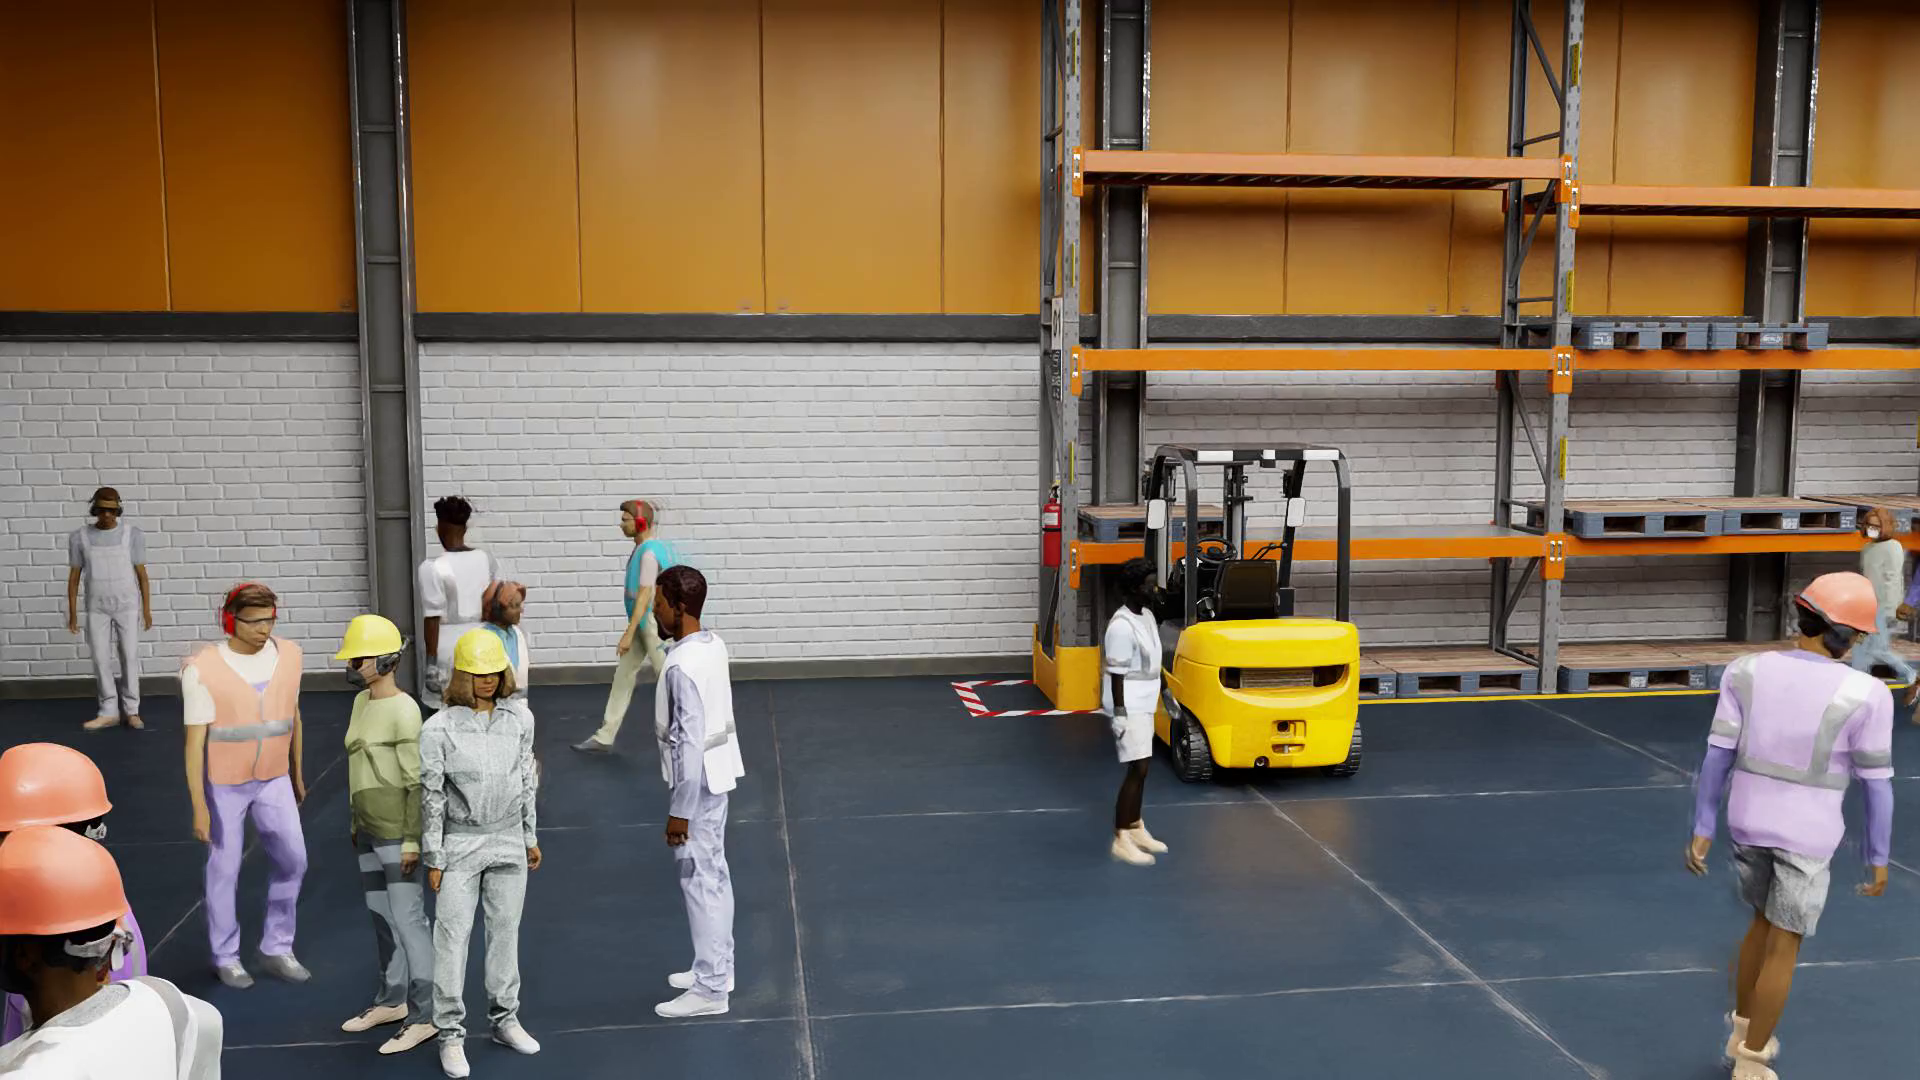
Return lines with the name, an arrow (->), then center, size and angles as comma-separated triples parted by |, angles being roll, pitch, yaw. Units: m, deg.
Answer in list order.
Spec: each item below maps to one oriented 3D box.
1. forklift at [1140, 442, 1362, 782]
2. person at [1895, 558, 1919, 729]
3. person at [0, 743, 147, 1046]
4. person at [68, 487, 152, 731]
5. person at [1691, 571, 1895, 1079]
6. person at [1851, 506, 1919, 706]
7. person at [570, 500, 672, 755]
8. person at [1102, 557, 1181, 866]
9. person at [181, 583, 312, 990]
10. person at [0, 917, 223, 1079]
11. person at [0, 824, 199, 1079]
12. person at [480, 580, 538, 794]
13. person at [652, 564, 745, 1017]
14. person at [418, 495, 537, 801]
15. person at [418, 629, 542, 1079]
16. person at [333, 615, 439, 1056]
forklift -> 1.912, 0.418, 11.496 | 1.214, 2.155, 2.313 | -1, 7, -8
person -> 7.262, 0.443, 12.117 | 0.692, 2.001, 0.712 | -2, 7, -20
person -> -2.054, 1.419, 3.839 | 0.356, 1.937, 0.552 | -5, 8, -35
person -> -6.273, 0.513, 12.270 | 0.544, 1.831, 0.395 | -3, 7, -23
person -> 3.128, 1.111, 6.267 | 0.687, 1.991, 0.623 | -5, 8, -38
person -> 7.156, 0.538, 12.913 | 0.566, 1.620, 0.532 | 0, 7, 1
person -> -2.193, 0.614, 11.527 | 0.960, 1.795, 0.570 | -3, 7, -22
person -> 0.988, 0.930, 9.217 | 0.379, 1.691, 0.556 | 3, 7, 21
person -> -3.117, 1.085, 7.296 | 0.600, 1.814, 0.601 | 5, 8, 38
person -> -1.847, 1.545, 3.549 | 0.345, 1.746, 0.573 | 5, 8, 36
person -> -1.680, 1.494, 3.180 | 0.364, 1.939, 0.542 | 0, 7, 4
person -> -2.459, 1.012, 8.781 | 0.404, 1.626, 0.508 | 3, 7, 25
person -> -1.118, 1.058, 7.086 | 0.383, 1.918, 0.591 | 0, 7, 3
person -> -3.022, 0.690, 10.266 | 0.840, 1.938, 0.602 | 4, 8, 32
person -> -1.867, 1.208, 6.538 | 0.492, 1.742, 0.319 | -6, 9, -44
person -> -2.334, 1.176, 6.721 | 0.317, 1.767, 0.535 | -6, 9, -43
